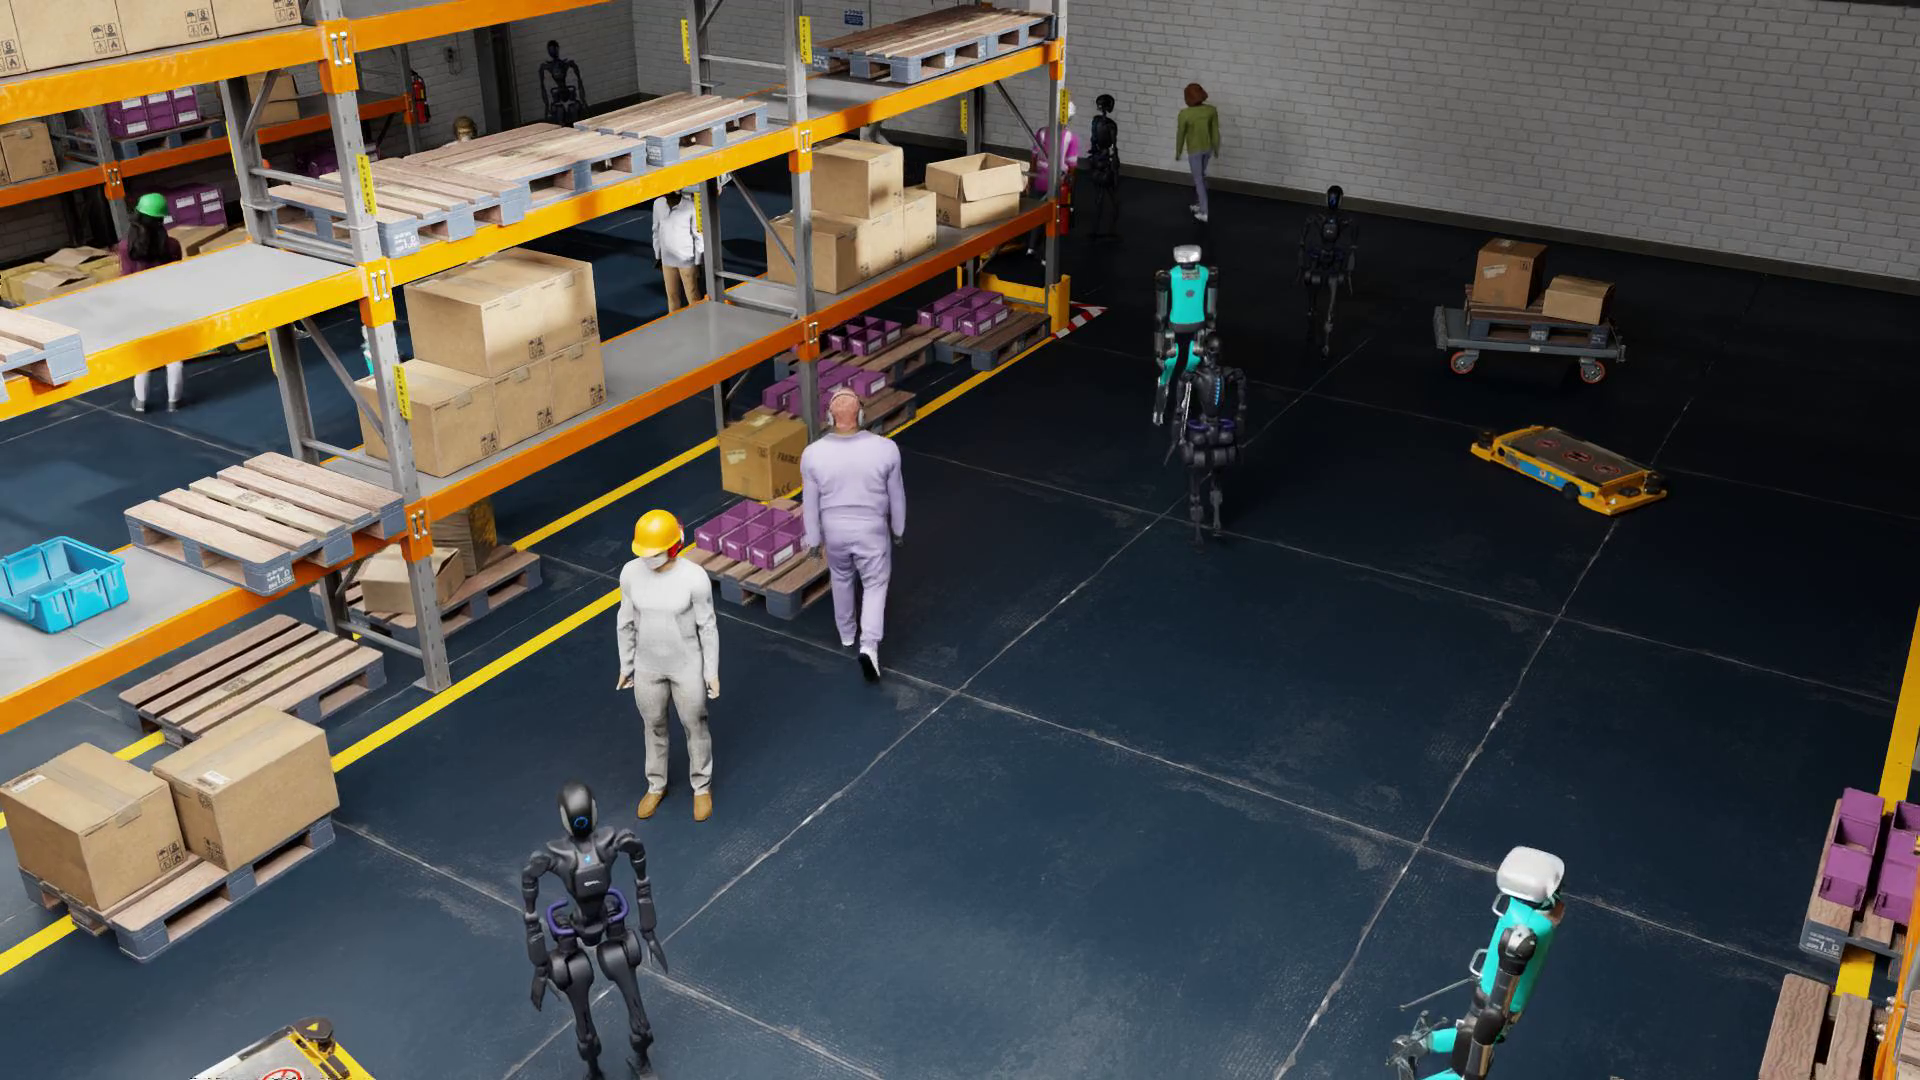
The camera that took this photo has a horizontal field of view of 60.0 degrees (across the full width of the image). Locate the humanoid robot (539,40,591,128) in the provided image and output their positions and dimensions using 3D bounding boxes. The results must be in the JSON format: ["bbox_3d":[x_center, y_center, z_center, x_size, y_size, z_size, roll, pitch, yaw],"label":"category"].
[{"bbox_3d":[-5.249,-5.862,22.212,0.628,1.629,0.495,-1,27,-2],"label":"humanoid robot"}]

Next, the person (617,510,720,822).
[{"bbox_3d":[-1.587,0.685,9.061,0.571,1.890,0.375,3,27,6],"label":"person"}]

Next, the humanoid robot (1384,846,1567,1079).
[{"bbox_3d":[1.938,1.952,6.774,0.798,1.804,0.531,15,30,27],"label":"humanoid robot"}]

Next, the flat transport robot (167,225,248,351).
[{"bbox_3d":[-7.307,-2.207,16.547,0.659,0.231,1.431,4,27,8],"label":"flat transport robot"}]

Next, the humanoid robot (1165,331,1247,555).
[{"bbox_3d":[1.787,-0.700,12.029,0.584,1.644,0.358,-5,27,-10],"label":"humanoid robot"}]

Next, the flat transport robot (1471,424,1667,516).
[{"bbox_3d":[4.882,-0.597,13.375,0.659,0.231,1.431,-15,31,-27],"label":"flat transport robot"}]

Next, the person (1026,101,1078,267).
[{"bbox_3d":[1.003,-3.882,18.136,0.567,1.820,0.394,11,29,21],"label":"person"}]

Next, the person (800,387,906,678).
[{"bbox_3d":[-0.668,-0.046,10.511,0.647,1.876,0.796,2,27,3],"label":"person"}]

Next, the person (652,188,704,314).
[{"bbox_3d":[-2.693,-2.687,15.860,0.560,1.742,0.334,12,29,23],"label":"person"}]

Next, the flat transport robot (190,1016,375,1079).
[{"bbox_3d":[-3.218,2.598,7.078,0.659,0.231,1.431,23,35,37],"label":"flat transport robot"}]

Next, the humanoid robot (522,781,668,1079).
[{"bbox_3d":[-1.575,1.756,7.168,0.591,1.650,0.342,-13,30,-23],"label":"humanoid robot"}]

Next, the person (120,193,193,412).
[{"bbox_3d":[-6.984,-2.049,14.428,0.632,1.903,0.442,-7,28,-13],"label":"person"}]

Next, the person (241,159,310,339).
[{"bbox_3d":[-6.645,-2.812,16.099,0.571,1.747,0.342,21,34,36],"label":"person"}]

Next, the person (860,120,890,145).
[{"bbox_3d":[-1.085,-5.527,21.366,0.530,1.825,0.637,11,29,20],"label":"person"}]

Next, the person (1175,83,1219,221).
[{"bbox_3d":[2.821,-4.644,19.865,0.526,1.600,0.608,-12,29,-23],"label":"person"}]

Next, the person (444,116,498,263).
[{"bbox_3d":[-5.053,-3.476,17.263,0.640,1.893,0.999,-7,28,-14],"label":"person"}]

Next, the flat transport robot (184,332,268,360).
[{"bbox_3d":[-7.432,-1.885,15.911,1.431,0.231,0.659,-20,33,-34],"label":"flat transport robot"}]

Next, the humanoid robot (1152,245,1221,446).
[{"bbox_3d":[1.811,-1.642,13.905,0.549,1.858,0.837,-3,27,-5],"label":"humanoid robot"}]

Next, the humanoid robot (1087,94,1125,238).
[{"bbox_3d":[1.645,-4.282,19.074,0.343,1.656,0.593,-12,29,-23],"label":"humanoid robot"}]

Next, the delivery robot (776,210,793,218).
[{"bbox_3d":[-1.837,-3.386,18.571,0.509,0.610,0.781,-8,28,-16],"label":"delivery robot"}]

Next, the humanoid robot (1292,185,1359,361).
[{"bbox_3d":[3.453,-2.559,15.736,0.586,1.625,0.793,5,27,11],"label":"humanoid robot"}]

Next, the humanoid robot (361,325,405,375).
[{"bbox_3d":[-3.848,-0.819,12.194,0.854,1.771,0.590,-21,34,-35],"label":"humanoid robot"}]

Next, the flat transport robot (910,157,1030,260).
[{"bbox_3d":[0.004,-3.490,19.075,1.431,0.231,0.659,20,33,34],"label":"flat transport robot"}]
